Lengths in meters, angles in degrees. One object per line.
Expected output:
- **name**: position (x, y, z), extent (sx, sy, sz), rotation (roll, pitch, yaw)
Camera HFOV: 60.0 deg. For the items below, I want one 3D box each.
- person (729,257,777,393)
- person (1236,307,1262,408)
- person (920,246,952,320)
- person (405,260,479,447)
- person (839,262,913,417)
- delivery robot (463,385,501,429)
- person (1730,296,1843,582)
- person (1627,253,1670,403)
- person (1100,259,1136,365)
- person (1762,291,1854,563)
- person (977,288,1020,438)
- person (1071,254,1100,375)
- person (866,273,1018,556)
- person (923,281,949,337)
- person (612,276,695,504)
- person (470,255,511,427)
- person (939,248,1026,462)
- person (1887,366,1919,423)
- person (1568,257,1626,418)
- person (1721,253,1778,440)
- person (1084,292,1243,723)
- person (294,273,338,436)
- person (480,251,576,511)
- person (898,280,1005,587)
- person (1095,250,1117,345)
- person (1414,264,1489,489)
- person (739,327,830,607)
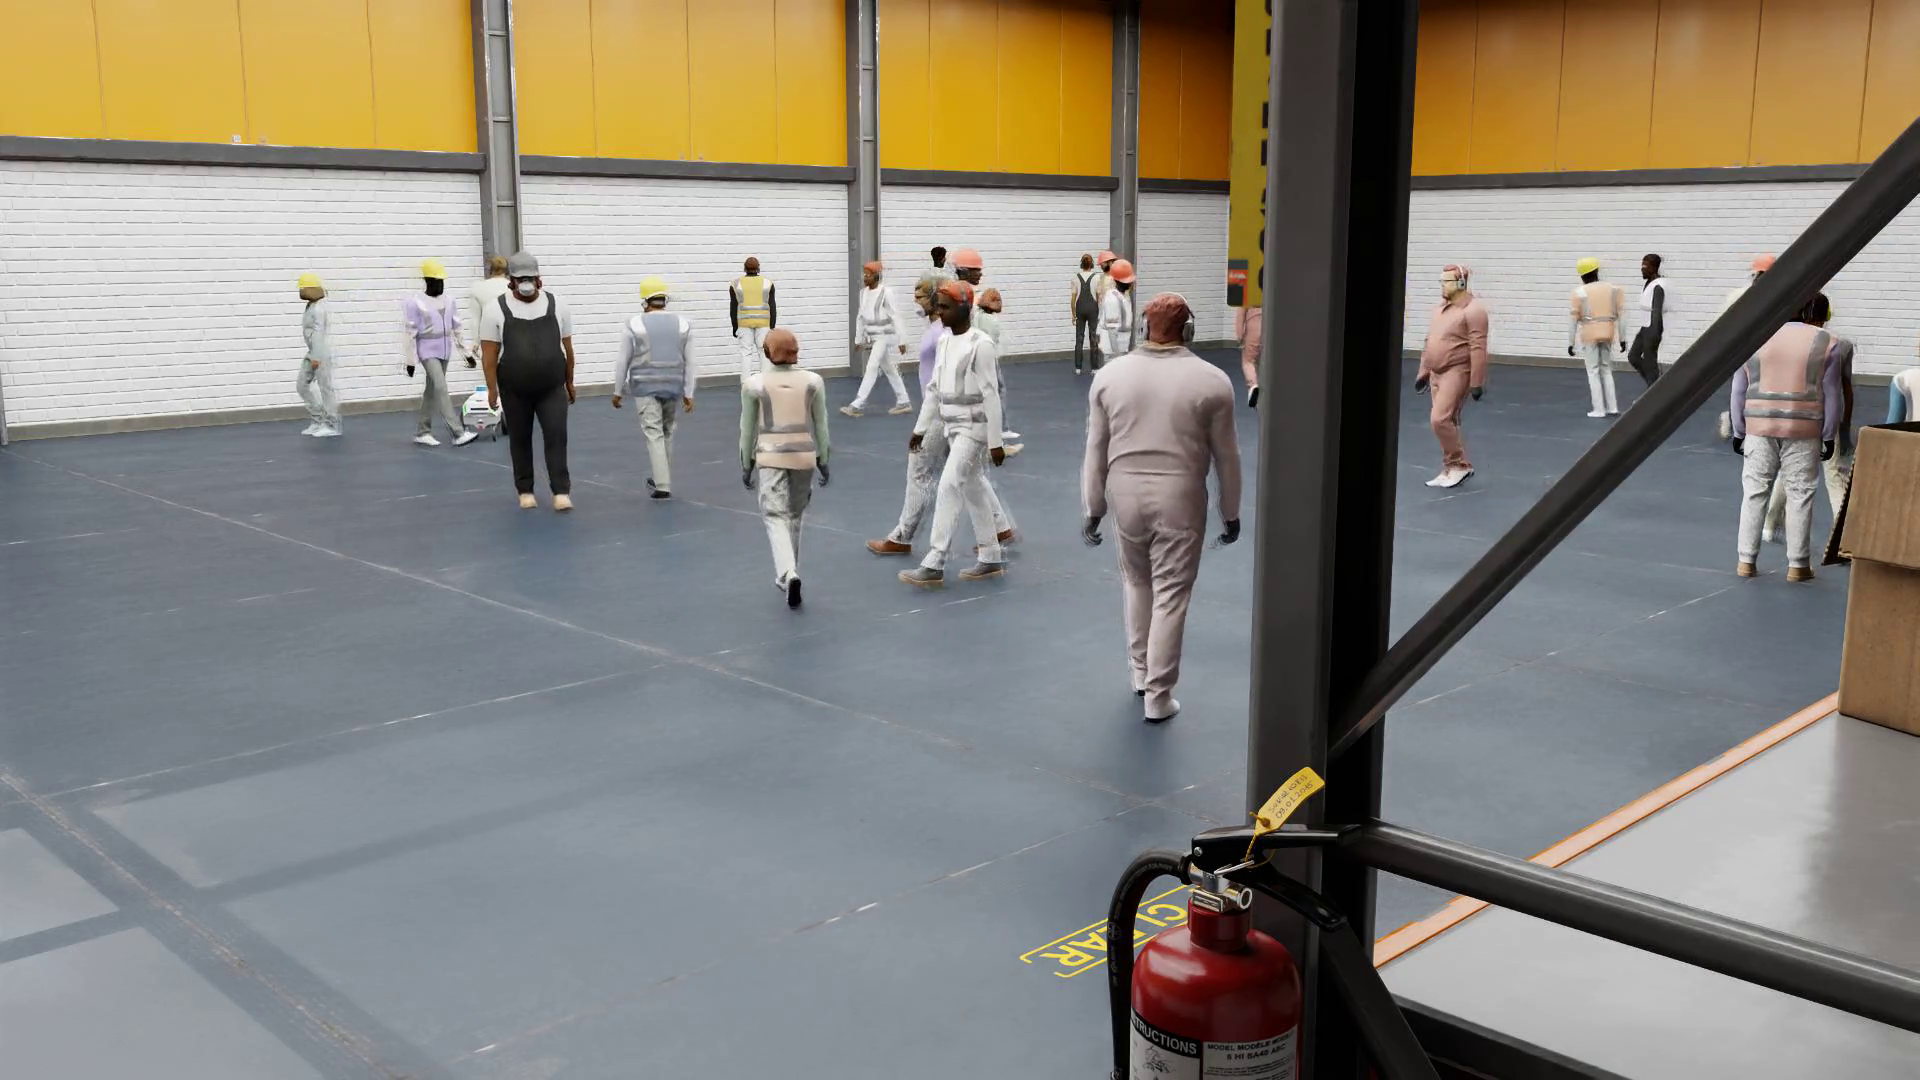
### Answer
- **person**: position (-2.786, -2.888, 22.440), extent (0.627, 1.844, 0.429), rotation (-2, 11, -8)
- **person**: position (3.675, -2.502, 20.203), extent (0.651, 1.890, 0.579), rotation (0, 10, -1)
- **person**: position (-0.330, -3.496, 25.410), extent (0.606, 1.966, 0.367), rotation (8, 13, 39)
- **person**: position (-5.184, -1.857, 16.697), extent (0.997, 1.876, 0.597), rotation (5, 11, 25)
- **person**: position (-0.963, -2.360, 19.615), extent (1.006, 1.826, 0.601), rotation (-7, 12, -32)
- **delivery robot**: position (-5.020, -1.383, 17.484), extent (0.477, 0.478, 0.707), rotation (-2, 11, -11)
- **person**: position (5.105, -0.664, 10.309), extent (0.627, 1.844, 0.429), rotation (7, 13, 34)
- **person**: position (8.715, -2.660, 21.020), extent (0.457, 1.903, 0.615), rotation (2, 11, 10)
- **person**: position (1.667, -2.025, 17.621), extent (0.451, 1.884, 0.736), rotation (3, 11, 14)
- **person**: position (5.717, -0.775, 11.150), extent (0.534, 1.761, 1.135), rotation (1, 10, 5)
- **person**: position (0.209, -1.828, 17.338), extent (0.845, 1.592, 0.489), rotation (-7, 12, -32)
- **person**: position (1.950, -3.453, 25.506), extent (0.508, 1.847, 0.345), rotation (2, 11, 13)
- **person**: position (-0.085, -0.817, 11.054), extent (1.003, 1.894, 0.660), rotation (0, 10, 0)
- **person**: position (-0.174, -2.270, 19.734), extent (0.519, 1.579, 0.842), rotation (0, 10, 2)
- **person**: position (-2.501, -1.220, 13.463), extent (0.605, 1.795, 0.855), rotation (-7, 12, -33)
- **person**: position (-5.132, -2.247, 18.794), extent (0.646, 1.893, 0.929), rotation (0, 10, 2)
- **person**: position (0.136, -1.704, 15.547), extent (1.011, 1.994, 0.652), rotation (0, 10, 0)
- **person**: position (5.689, -0.458, 9.763), extent (0.622, 1.619, 0.524), rotation (-9, 14, -41)
- **person**: position (7.444, -2.364, 19.485), extent (0.667, 1.873, 0.442), rotation (-1, 10, -4)
- **person**: position (7.940, -1.896, 16.700), extent (0.627, 1.966, 0.850), rotation (-2, 11, -9)
- **person**: position (0.936, -0.163, 7.477), extent (0.681, 1.877, 0.798), rotation (4, 11, 22)
- **person**: position (-6.860, -1.950, 17.610), extent (0.499, 1.723, 0.506), rotation (-7, 13, -34)
- **person**: position (-3.293, -1.217, 12.778), extent (0.712, 2.000, 0.872), rotation (-4, 11, -20)
- **person**: position (-0.085, -0.638, 10.116), extent (0.873, 1.848, 0.599), rotation (-4, 11, -23)
- **person**: position (2.236, -3.315, 24.577), extent (0.428, 1.910, 0.665), rotation (-8, 13, -36)
- **person**: position (4.109, -1.371, 14.037), extent (0.448, 1.891, 0.648), rotation (-2, 11, -13)
- **person**: position (-1.011, -0.436, 9.700), extent (0.527, 1.606, 0.773), rotation (-4, 11, -21)
